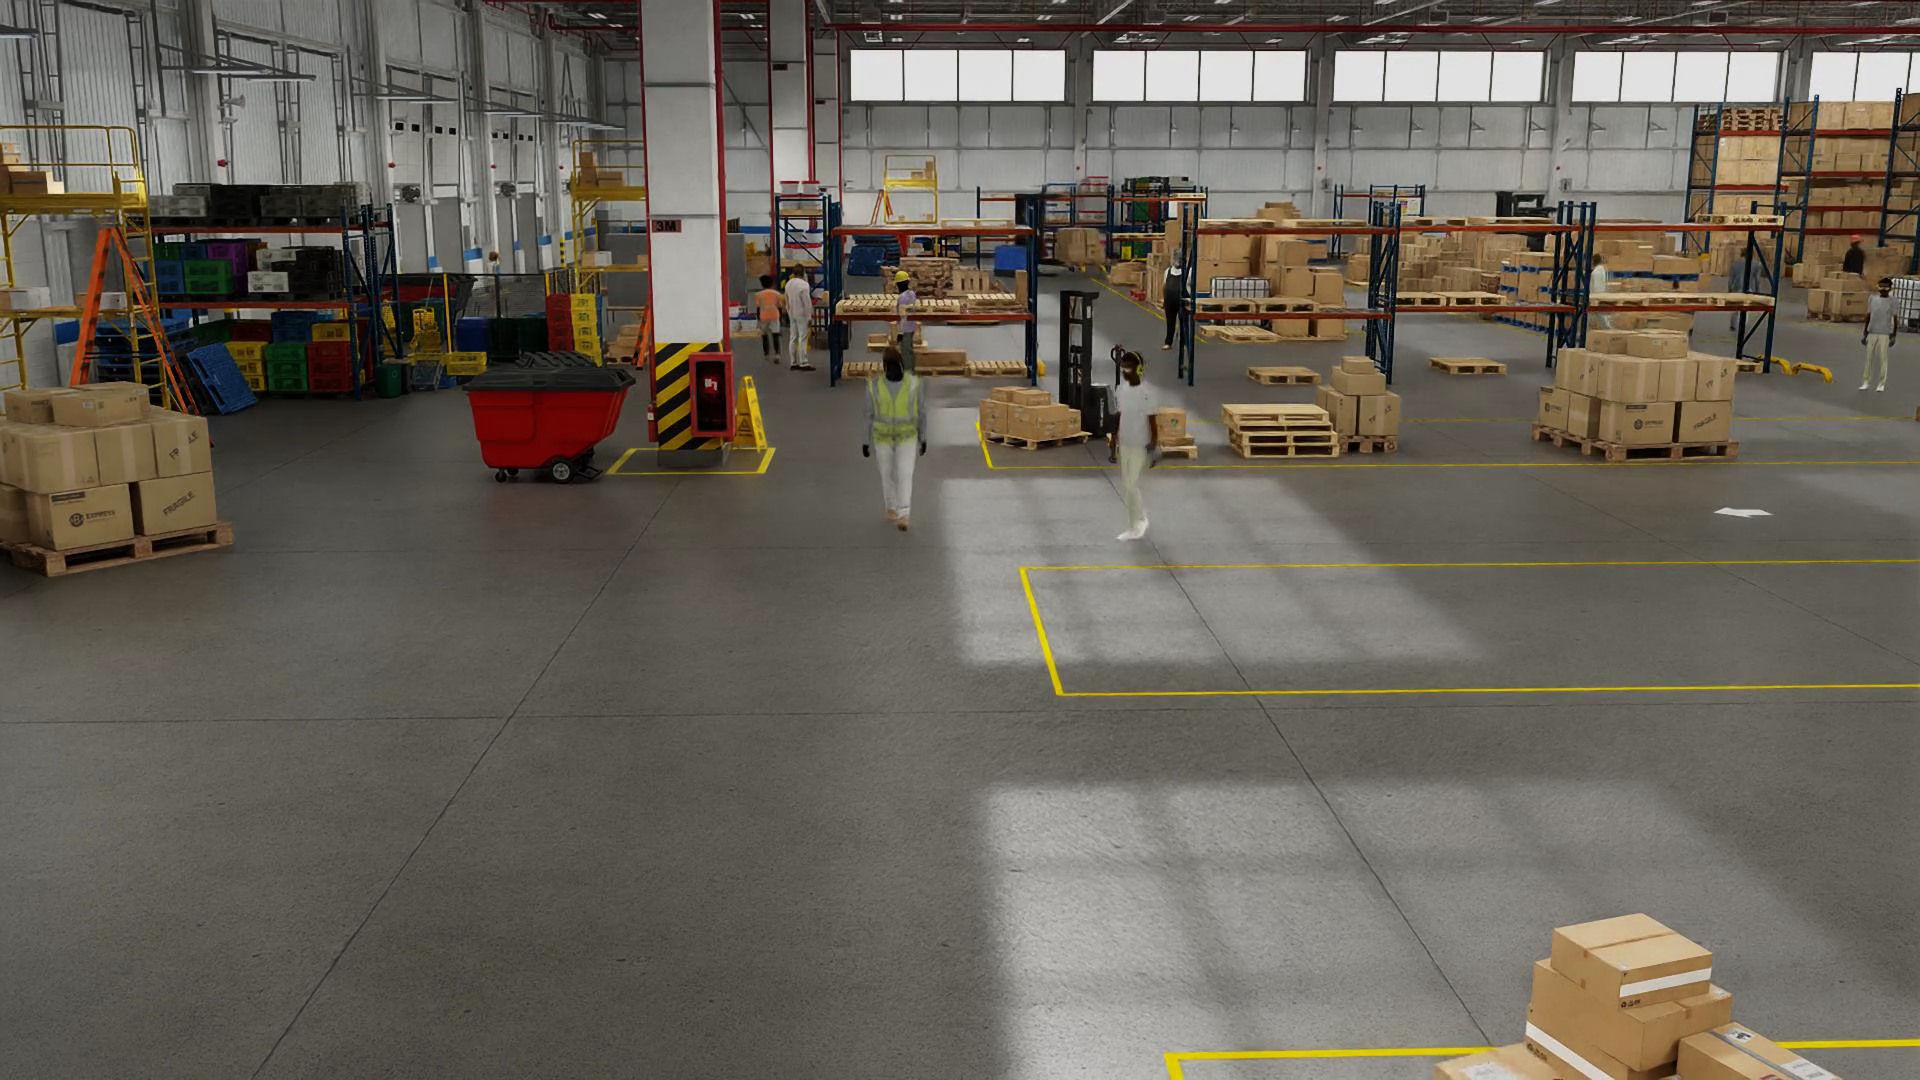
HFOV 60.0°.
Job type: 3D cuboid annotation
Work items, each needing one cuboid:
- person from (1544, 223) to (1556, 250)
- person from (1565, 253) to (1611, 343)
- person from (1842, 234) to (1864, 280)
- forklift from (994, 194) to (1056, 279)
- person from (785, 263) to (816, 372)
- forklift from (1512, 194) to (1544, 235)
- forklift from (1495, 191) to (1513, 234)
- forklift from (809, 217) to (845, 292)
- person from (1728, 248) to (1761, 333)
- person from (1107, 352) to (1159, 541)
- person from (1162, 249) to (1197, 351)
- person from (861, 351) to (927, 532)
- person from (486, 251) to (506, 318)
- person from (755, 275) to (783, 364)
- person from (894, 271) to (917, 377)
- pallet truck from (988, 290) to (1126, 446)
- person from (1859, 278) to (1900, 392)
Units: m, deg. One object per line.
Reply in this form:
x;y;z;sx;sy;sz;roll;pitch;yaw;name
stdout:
18.882;-9.105;52.978;0.553;1.935;0.362;3;13;13;person
13.280;-5.053;34.810;0.989;1.894;0.644;7;14;30;person
23.148;-6.907;43.008;0.600;1.966;0.951;-7;14;-30;person
2.171;-10.229;55.907;1.873;2.768;1.129;-7;14;-29;forklift
-2.883;-4.005;29.947;0.630;1.940;0.370;12;17;43;person
18.498;-9.895;54.395;1.129;2.768;1.873;-1;13;-3;forklift
20.490;-11.777;62.896;1.873;2.768;1.129;0;12;-2;forklift
-4.334;-8.620;48.638;1.873;2.768;1.129;0;12;-2;forklift
17.536;-5.589;37.234;0.658;1.881;1.029;5;13;20;person
1.659;-0.893;16.089;0.422;1.853;0.552;-11;16;-40;person
4.352;-4.804;33.321;0.688;2.000;0.536;7;14;29;person
-0.670;-1.007;16.760;0.656;1.788;0.969;1;13;3;person
-11.442;-6.266;40.864;0.523;1.632;0.313;11;17;41;person
-3.571;-4.154;31.274;0.537;1.658;0.886;-4;13;-17;person
-0.926;-3.535;27.875;0.380;1.917;0.585;3;13;14;person
1.257;-2.299;22.111;1.885;1.965;0.823;-9;15;-35;pallet truck
15.050;-3.361;27.230;0.334;1.860;0.509;-12;17;-43;person
